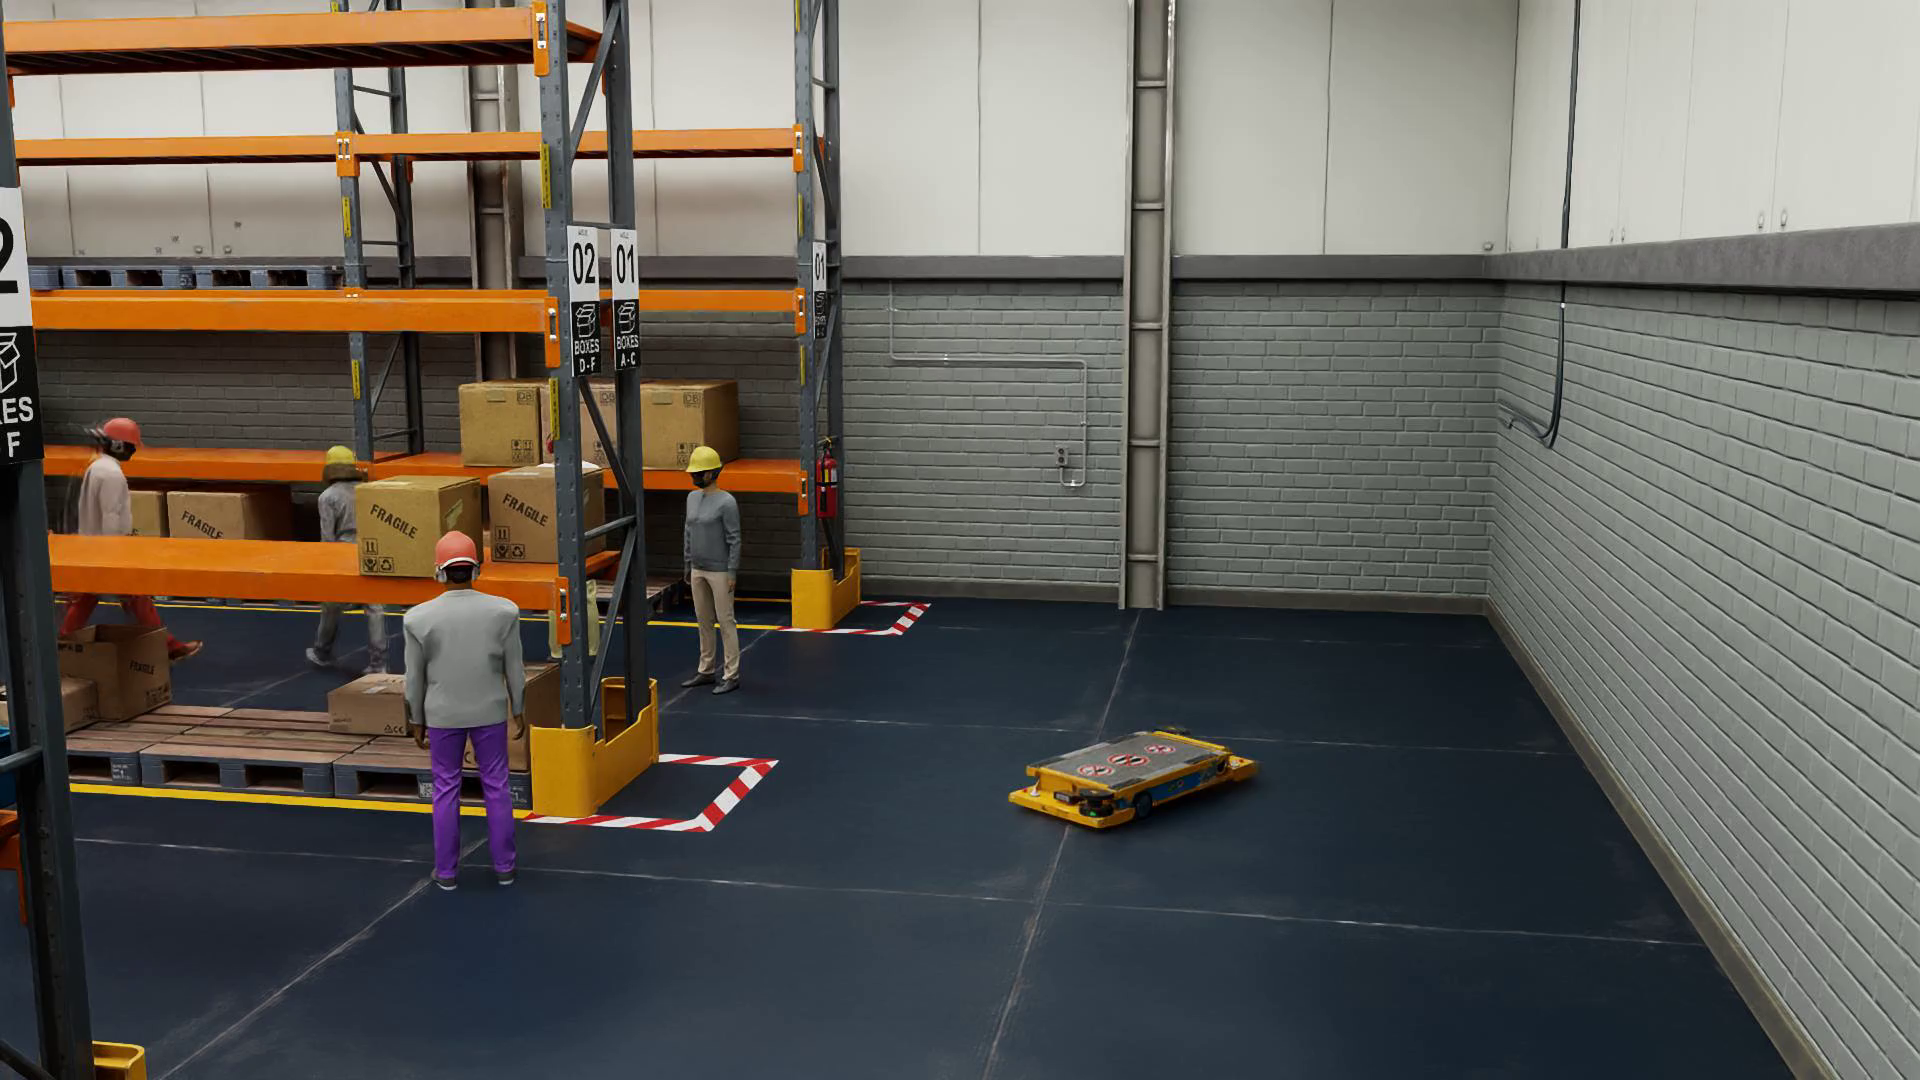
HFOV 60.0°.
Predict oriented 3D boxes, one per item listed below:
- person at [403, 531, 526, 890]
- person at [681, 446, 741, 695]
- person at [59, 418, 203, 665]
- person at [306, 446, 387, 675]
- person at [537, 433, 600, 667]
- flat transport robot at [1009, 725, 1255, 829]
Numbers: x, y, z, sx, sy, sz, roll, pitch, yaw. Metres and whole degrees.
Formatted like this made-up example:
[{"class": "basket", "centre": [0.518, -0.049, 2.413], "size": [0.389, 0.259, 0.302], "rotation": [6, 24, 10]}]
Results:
[{"class": "person", "centre": [-2.401, 0.822, 8.102], "size": [0.566, 1.744, 0.344], "rotation": [-3, 10, -18]}, {"class": "person", "centre": [-1.784, 0.214, 11.815], "size": [0.534, 1.765, 0.324], "rotation": [8, 12, 40]}, {"class": "person", "centre": [-6.282, 0.058, 12.351], "size": [1.066, 1.904, 0.676], "rotation": [-9, 13, -44]}, {"class": "person", "centre": [-4.575, 0.155, 12.390], "size": [0.916, 1.694, 0.501], "rotation": [7, 12, 39]}, {"class": "person", "centre": [-2.970, 0.051, 12.598], "size": [0.563, 1.837, 0.389], "rotation": [-3, 10, -19]}, {"class": "flat transport robot", "centre": [1.004, 1.330, 9.504], "size": [0.652, 0.197, 1.431], "rotation": [9, 13, 44]}]
